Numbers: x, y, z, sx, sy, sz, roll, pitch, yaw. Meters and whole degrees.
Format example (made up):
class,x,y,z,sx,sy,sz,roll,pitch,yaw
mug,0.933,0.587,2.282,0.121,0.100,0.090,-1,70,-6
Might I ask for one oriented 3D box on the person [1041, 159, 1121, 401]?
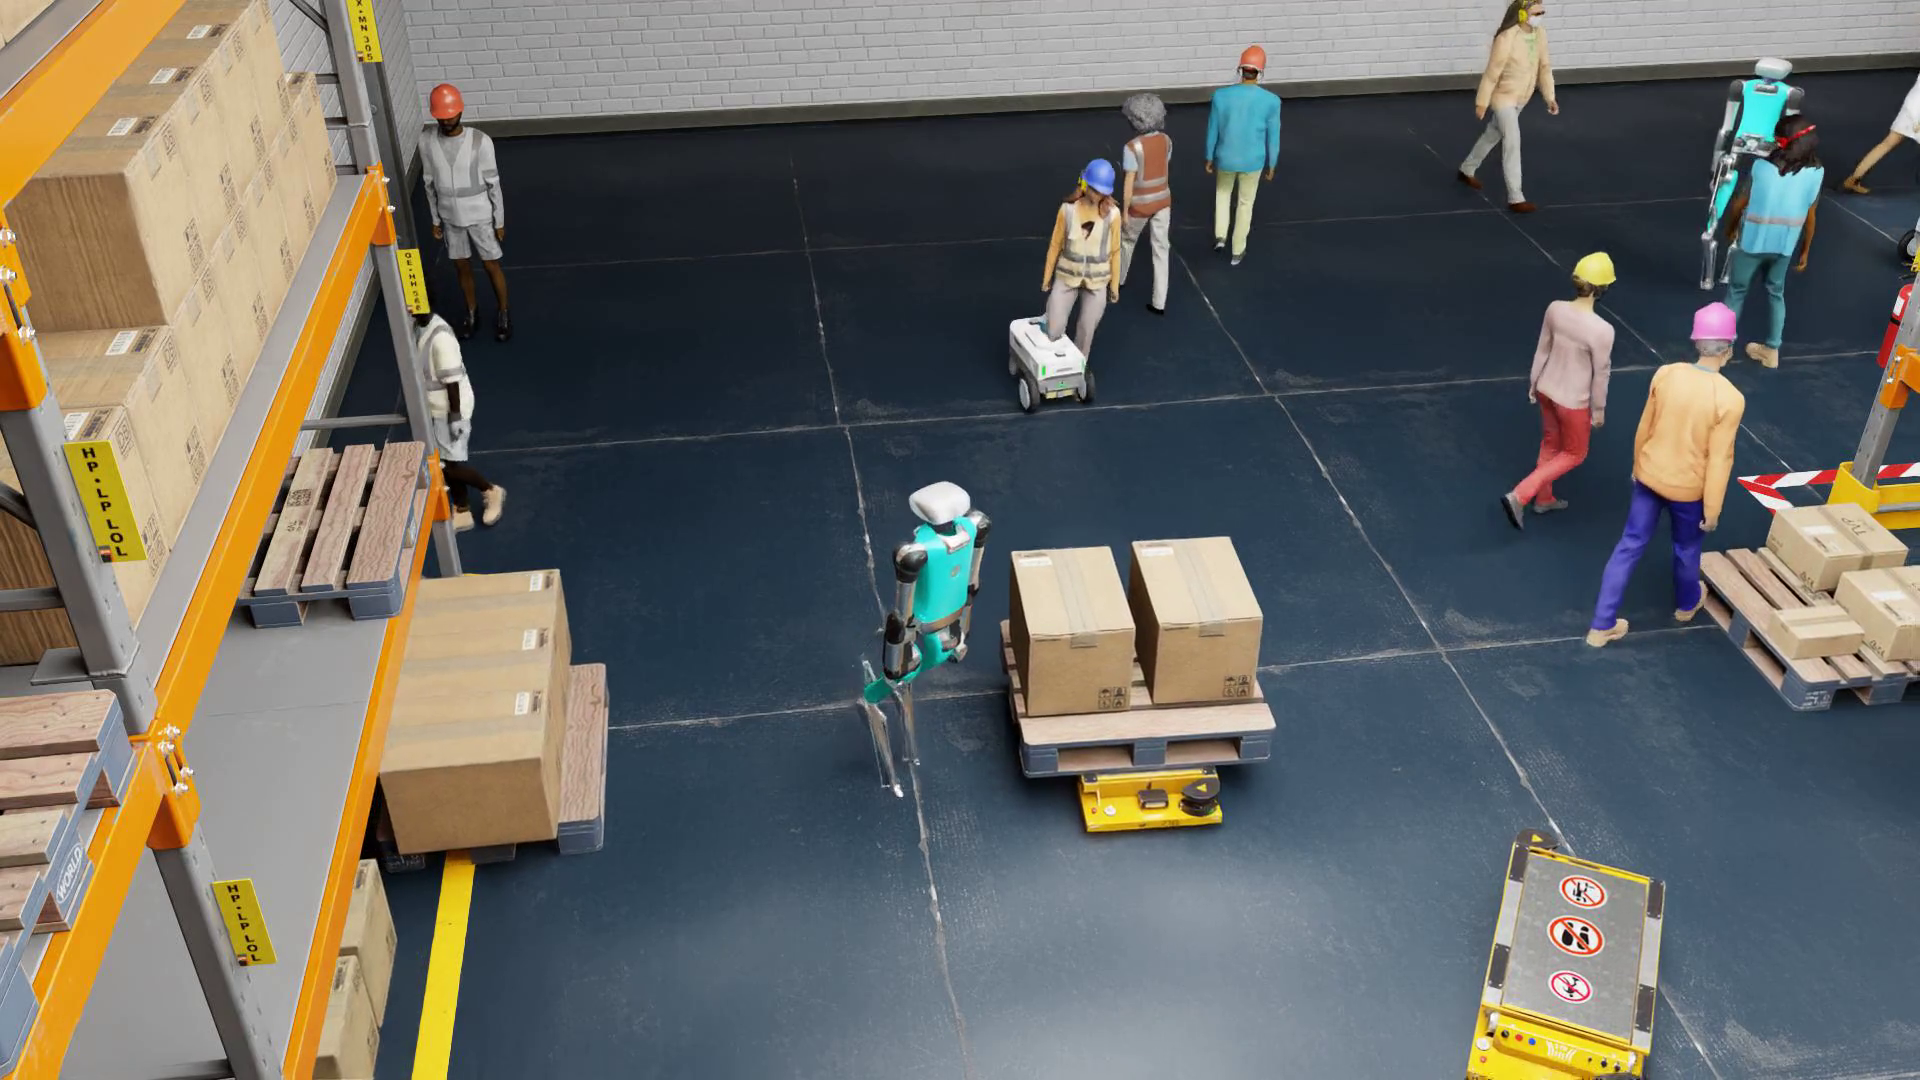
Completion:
class,x,y,z,sx,sy,sz,roll,pitch,yaw
person,0.814,-1.734,11.154,0.509,1.745,0.428,2,33,4

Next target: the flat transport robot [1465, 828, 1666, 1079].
class,x,y,z,sx,sy,sz,roll,pitch,yaw
flat transport robot,2.596,1.819,7.066,0.659,0.231,1.431,13,35,19

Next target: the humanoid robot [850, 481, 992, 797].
class,x,y,z,sx,sy,sz,roll,pitch,yaw
humanoid robot,-0.262,0.454,7.844,0.536,1.804,0.766,-28,42,-36

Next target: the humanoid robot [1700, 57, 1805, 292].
class,x,y,z,sx,sy,sz,roll,pitch,yaw
humanoid robot,5.936,-2.702,12.665,0.530,1.789,0.754,19,37,26

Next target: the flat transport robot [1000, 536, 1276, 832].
class,x,y,z,sx,sy,sz,roll,pitch,yaw
flat transport robot,0.853,0.920,8.442,0.659,0.231,1.431,-3,33,-5

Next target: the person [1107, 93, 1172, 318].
class,x,y,z,sx,sy,sz,roll,pitch,yaw
person,1.356,-2.550,12.481,0.476,1.642,0.839,-15,36,-21

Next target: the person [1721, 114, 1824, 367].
class,x,y,z,sx,sy,sz,roll,pitch,yaw
person,5.616,-2.052,11.551,0.559,1.851,0.493,6,34,9

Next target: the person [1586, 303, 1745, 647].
class,x,y,z,sx,sy,sz,roll,pitch,yaw
person,3.828,-0.328,8.844,0.922,1.921,0.588,-23,39,-31

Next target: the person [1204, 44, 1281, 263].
class,x,y,z,sx,sy,sz,roll,pitch,yaw
person,2.235,-3.048,13.175,0.591,1.734,0.389,9,34,13

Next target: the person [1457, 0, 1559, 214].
class,x,y,z,sx,sy,sz,roll,pitch,yaw
person,4.724,-3.781,14.238,0.537,1.825,1.015,-22,39,-30

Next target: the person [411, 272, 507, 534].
class,x,y,z,sx,sy,sz,roll,pitch,yaw
person,-3.009,-0.780,9.762,0.446,1.670,0.571,-22,39,-30

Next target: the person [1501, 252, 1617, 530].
class,x,y,z,sx,sy,sz,roll,pitch,yaw
person,3.525,-0.849,9.790,0.571,1.748,0.529,-13,35,-19

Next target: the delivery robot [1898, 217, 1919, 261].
class,x,y,z,sx,sy,sz,roll,pitch,yaw
delivery robot,8.006,-2.418,13.270,0.739,0.566,0.499,-5,33,-7

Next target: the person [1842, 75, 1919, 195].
class,x,y,z,sx,sy,sz,roll,pitch,yaw
person,8.230,-3.665,14.230,0.898,1.618,0.533,7,34,11

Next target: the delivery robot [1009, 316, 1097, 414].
class,x,y,z,sx,sy,sz,roll,pitch,yaw
delivery robot,0.598,-1.264,11.505,0.499,0.570,0.746,-10,34,-15

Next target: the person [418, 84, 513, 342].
class,x,y,z,sx,sy,sz,roll,pitch,yaw
person,-3.533,-2.313,11.888,0.549,1.929,0.387,3,33,4
